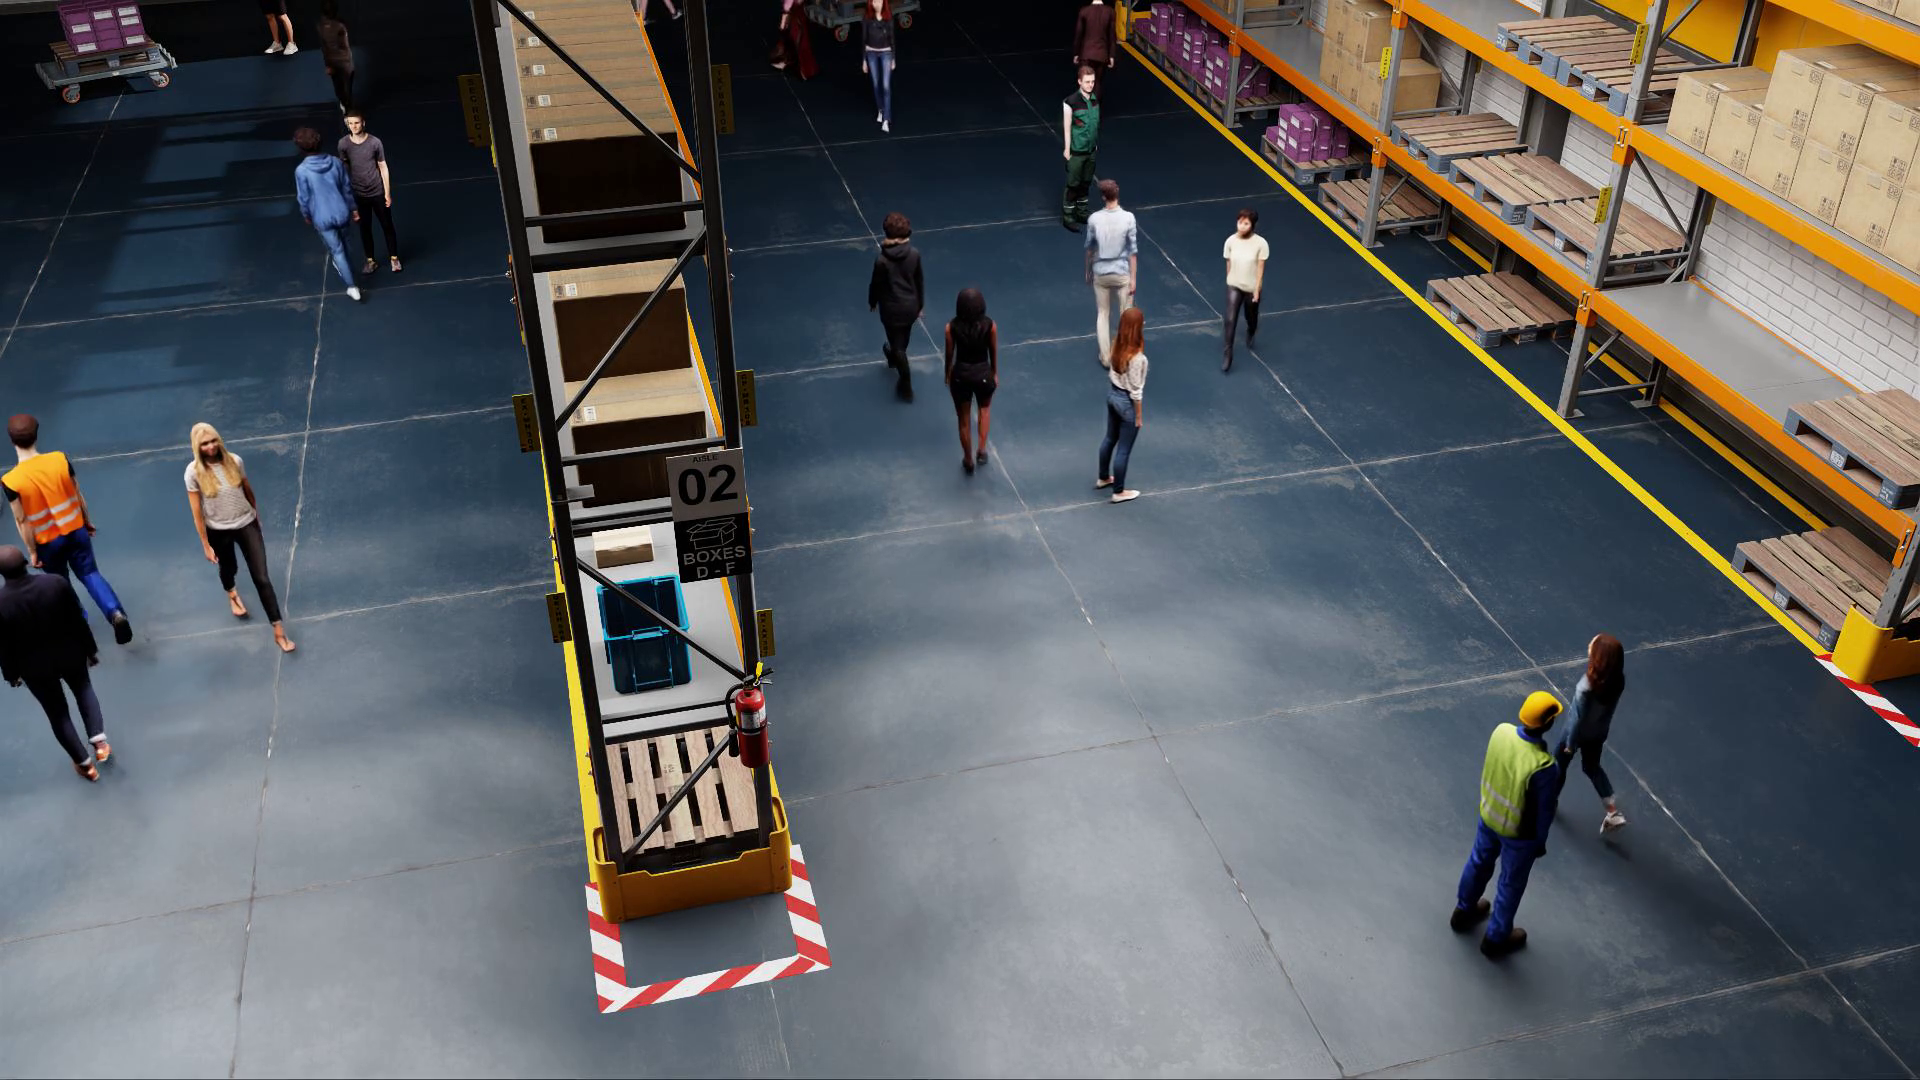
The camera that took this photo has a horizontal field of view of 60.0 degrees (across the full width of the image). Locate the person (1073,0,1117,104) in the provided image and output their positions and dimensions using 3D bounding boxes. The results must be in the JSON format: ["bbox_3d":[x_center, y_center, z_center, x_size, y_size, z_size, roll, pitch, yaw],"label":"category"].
[{"bbox_3d":[1.721,-6.184,21.294,0.843,1.842,1.218,-3,34,-4],"label":"person"}]

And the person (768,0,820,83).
[{"bbox_3d":[-2.193,-7.177,22.976,1.001,1.634,1.064,6,34,9],"label":"person"}]

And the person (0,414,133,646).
[{"bbox_3d":[-6.427,-0.006,11.982,1.168,1.861,1.049,22,40,30],"label":"person"}]

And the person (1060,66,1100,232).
[{"bbox_3d":[1.353,-4.391,18.600,0.738,1.838,0.747,-28,43,-35],"label":"person"}]

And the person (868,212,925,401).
[{"bbox_3d":[-0.531,-2.098,15.242,0.740,1.737,1.098,-13,36,-19],"label":"person"}]

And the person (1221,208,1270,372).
[{"bbox_3d":[2.736,-2.424,15.898,0.949,1.554,1.089,12,35,18],"label":"person"}]

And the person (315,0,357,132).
[{"bbox_3d":[-7.944,-6.181,21.473,0.861,1.639,1.202,0,34,0],"label":"person"}]

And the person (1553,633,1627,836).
[{"bbox_3d":[4.013,1.234,10.481,0.716,1.458,0.962,-18,38,-26],"label":"person"}]

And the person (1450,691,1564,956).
[{"bbox_3d":[3.171,1.612,9.593,0.769,1.811,0.584,-16,37,-23],"label":"person"}]

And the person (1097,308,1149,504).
[{"bbox_3d":[1.354,-1.136,13.804,0.659,1.727,0.502,-15,36,-21],"label":"person"}]

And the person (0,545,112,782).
[{"bbox_3d":[-5.847,0.839,10.756,0.830,1.812,0.830,-25,41,-32],"label":"person"}]

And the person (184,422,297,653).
[{"bbox_3d":[-5.372,-0.076,12.162,0.985,1.779,1.276,-26,41,-33],"label":"person"}]

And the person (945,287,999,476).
[{"bbox_3d":[0.110,-1.299,14.043,0.642,1.733,0.626,-3,34,-4],"label":"person"}]

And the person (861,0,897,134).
[{"bbox_3d":[-1.038,-6.191,21.393,0.815,1.744,1.147,3,34,5],"label":"person"}]

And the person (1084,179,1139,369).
[{"bbox_3d":[1.450,-2.474,15.739,0.855,1.813,0.833,15,36,21],"label":"person"}]

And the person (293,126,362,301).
[{"bbox_3d":[-6.413,-3.301,17.023,0.990,1.768,1.208,-23,40,-31],"label":"person"}]

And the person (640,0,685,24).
[{"bbox_3d":[-4.733,-8.554,25.148,0.862,1.522,1.012,-23,40,-31],"label":"person"}]

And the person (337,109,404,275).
[{"bbox_3d":[-6.257,-3.694,17.618,0.635,1.764,0.552,-6,34,-10],"label":"person"}]

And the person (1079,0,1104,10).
[{"bbox_3d":[2.028,-8.850,25.328,0.761,1.816,0.835,21,39,28],"label":"person"}]

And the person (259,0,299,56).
[{"bbox_3d":[-9.925,-7.947,23.925,0.752,1.866,0.753,8,35,12],"label":"person"}]
